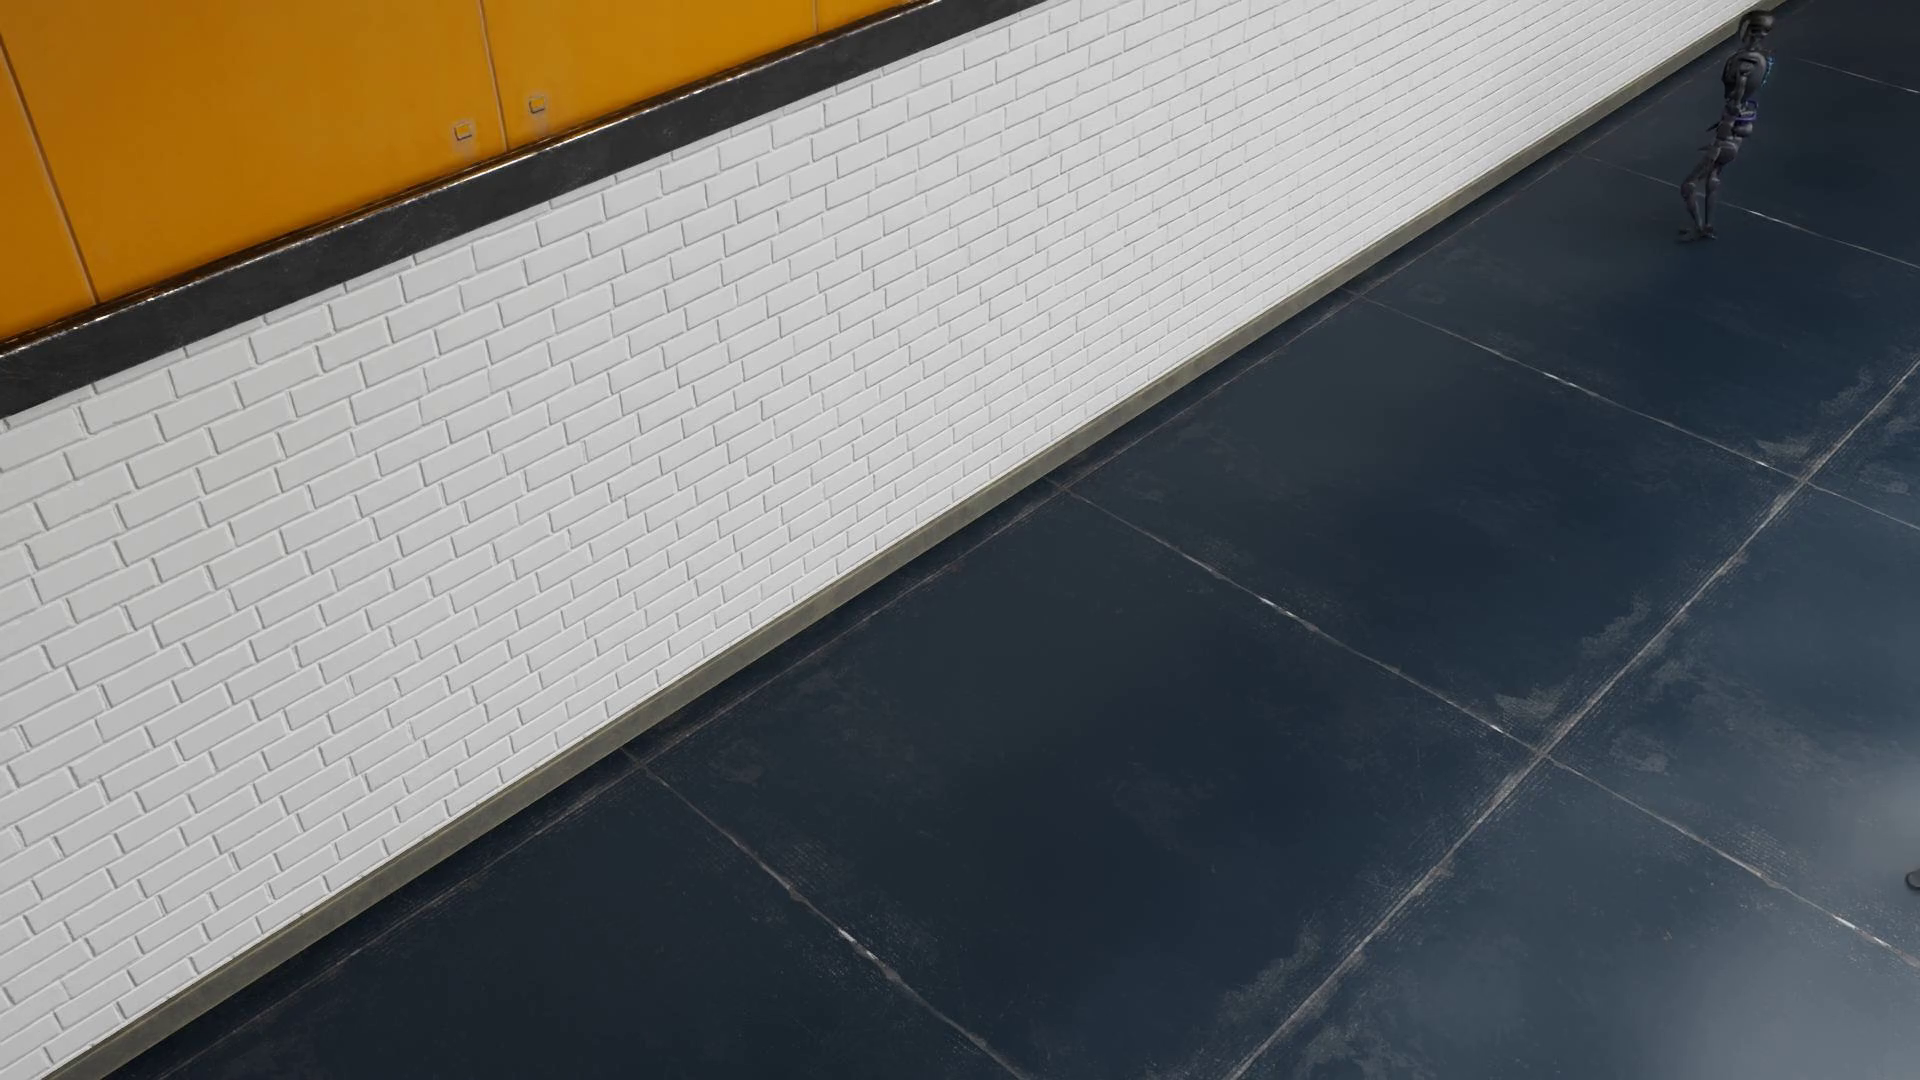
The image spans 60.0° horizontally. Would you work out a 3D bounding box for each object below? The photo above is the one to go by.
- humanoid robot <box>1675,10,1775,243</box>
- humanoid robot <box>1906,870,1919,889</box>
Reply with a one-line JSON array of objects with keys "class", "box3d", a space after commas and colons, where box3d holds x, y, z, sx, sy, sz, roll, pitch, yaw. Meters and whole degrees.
[{"class": "humanoid robot", "box3d": [5.185, -2.787, 11.272, 0.348, 1.647, 0.610, 17, 42, 20]}, {"class": "humanoid robot", "box3d": [4.357, 0.793, 6.805, 0.462, 1.642, 0.608, 10, 40, 12]}]
